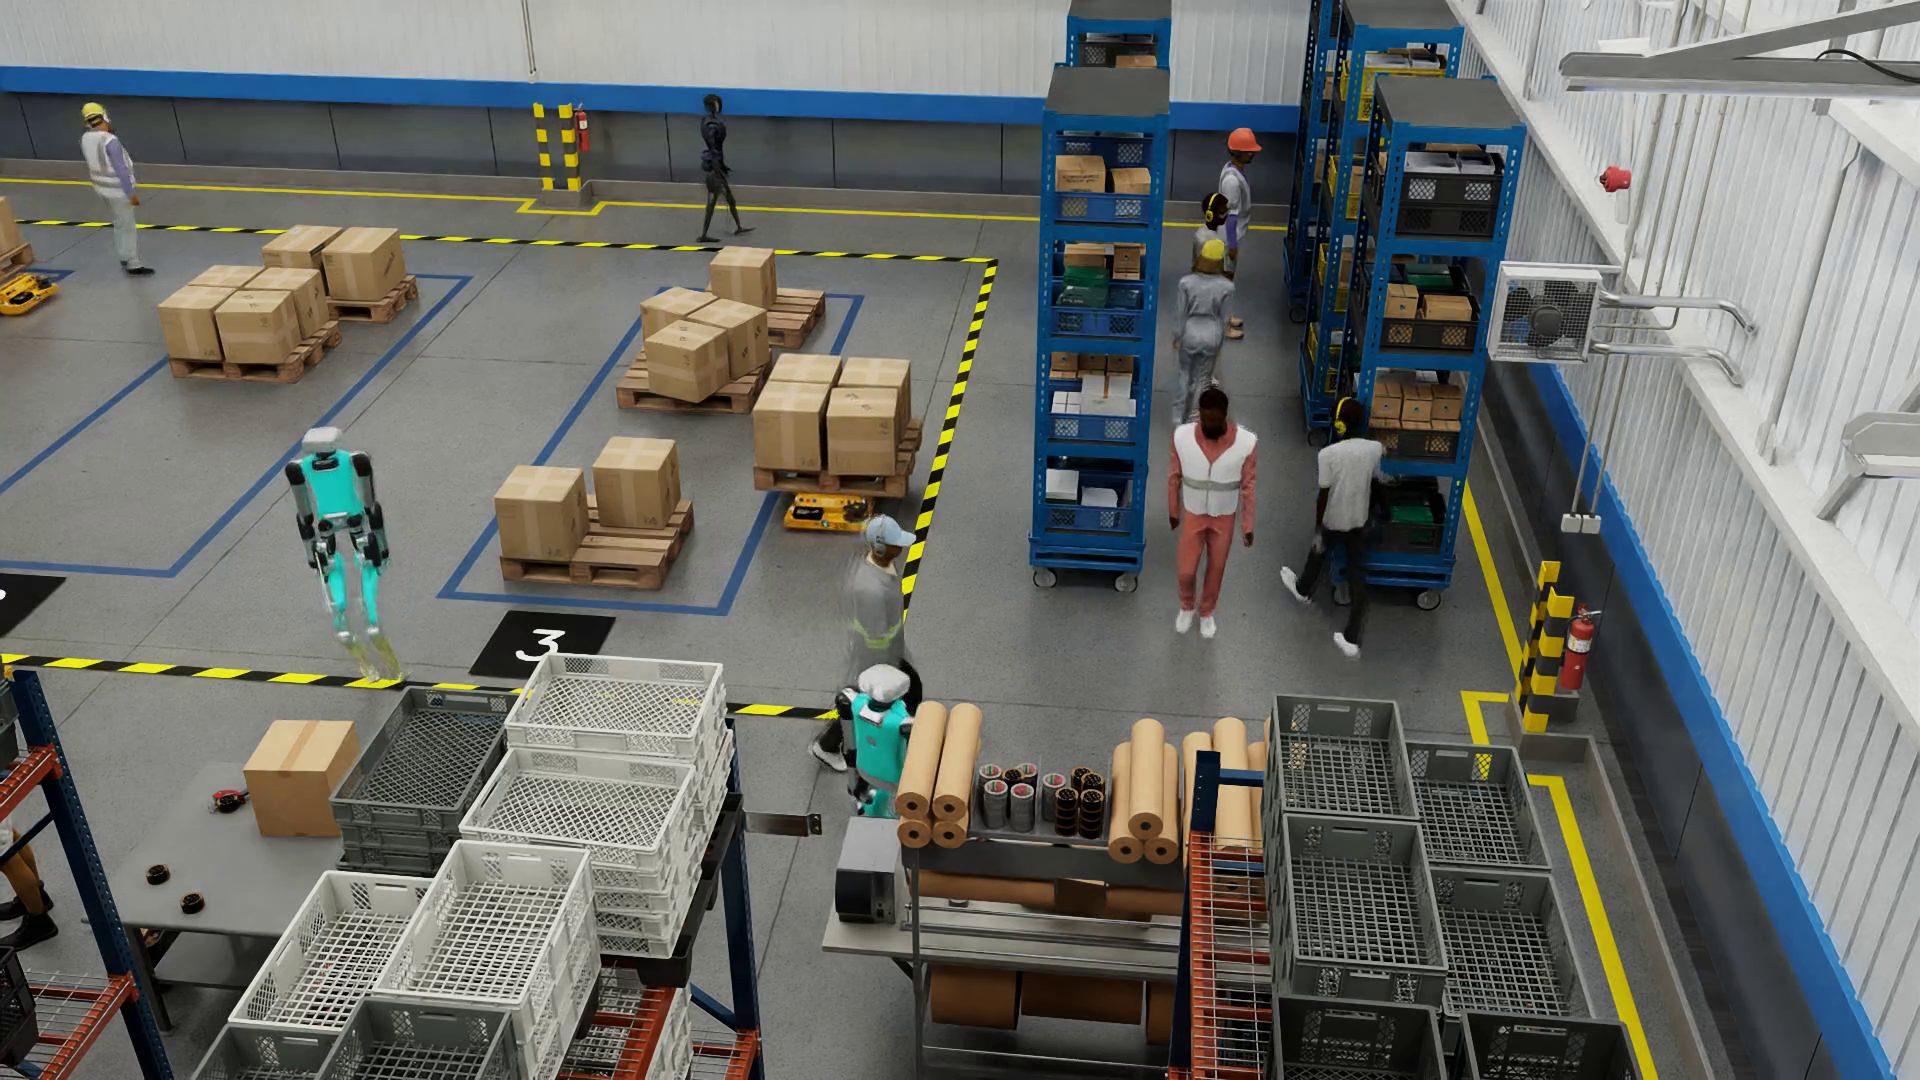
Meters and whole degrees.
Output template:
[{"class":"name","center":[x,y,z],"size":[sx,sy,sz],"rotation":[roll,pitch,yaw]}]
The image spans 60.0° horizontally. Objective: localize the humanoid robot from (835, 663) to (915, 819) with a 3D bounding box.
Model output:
[{"class":"humanoid robot","center":[-0.272,1.332,8.947],"size":[0.551,1.794,0.796],"rotation":[18,35,28]}]

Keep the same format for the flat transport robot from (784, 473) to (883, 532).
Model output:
[{"class":"flat transport robot","center":[-0.970,-0.516,13.531],"size":[0.652,0.197,1.431],"rotation":[3,30,6]}]

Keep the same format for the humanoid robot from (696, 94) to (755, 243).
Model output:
[{"class":"humanoid robot","center":[-2.637,-4.089,18.312],"size":[0.658,1.634,0.590],"rotation":[-2,30,-4]}]

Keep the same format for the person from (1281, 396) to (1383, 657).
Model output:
[{"class":"person","center":[2.607,-0.172,11.430],"size":[0.558,1.800,1.009],"rotation":[-8,31,-14]}]

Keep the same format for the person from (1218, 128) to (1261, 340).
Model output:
[{"class":"person","center":[2.630,-2.949,15.977],"size":[0.367,2.044,0.607],"rotation":[5,31,8]}]

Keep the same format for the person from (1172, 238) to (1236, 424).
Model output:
[{"class":"person","center":[2.071,-1.733,14.212],"size":[0.491,1.716,0.419],"rotation":[8,31,14]}]

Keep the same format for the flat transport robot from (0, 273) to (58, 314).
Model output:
[{"class":"flat transport robot","center":[-10.123,-2.555,17.034],"size":[1.431,0.197,0.652],"rotation":[3,30,6]}]

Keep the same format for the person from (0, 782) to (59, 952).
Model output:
[{"class":"person","center":[-5.184,1.331,8.730],"size":[0.371,1.934,0.550],"rotation":[-15,33,-24]}]

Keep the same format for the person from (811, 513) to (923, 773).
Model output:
[{"class":"person","center":[-0.481,0.640,10.038],"size":[0.906,1.814,0.599],"rotation":[4,30,8]}]

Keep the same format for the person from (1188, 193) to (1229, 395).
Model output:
[{"class":"person","center":[2.211,-2.196,14.854],"size":[0.314,1.869,0.534],"rotation":[11,32,18]}]

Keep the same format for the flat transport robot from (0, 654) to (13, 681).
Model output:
[{"class":"flat transport robot","center":[-7.142,0.969,11.010],"size":[1.431,0.231,0.659],"rotation":[3,30,6]}]

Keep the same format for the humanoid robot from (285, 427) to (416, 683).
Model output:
[{"class":"humanoid robot","center":[-4.012,0.193,10.892],"size":[0.573,1.769,0.793],"rotation":[-7,31,-11]}]

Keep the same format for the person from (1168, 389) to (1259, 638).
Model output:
[{"class":"person","center":[1.708,-0.167,11.344],"size":[0.604,1.897,0.489],"rotation":[4,30,6]}]

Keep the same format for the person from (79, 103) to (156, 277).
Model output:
[{"class":"person","center":[-8.858,-3.669,17.469],"size":[0.676,1.788,0.407],"rotation":[21,36,32]}]
